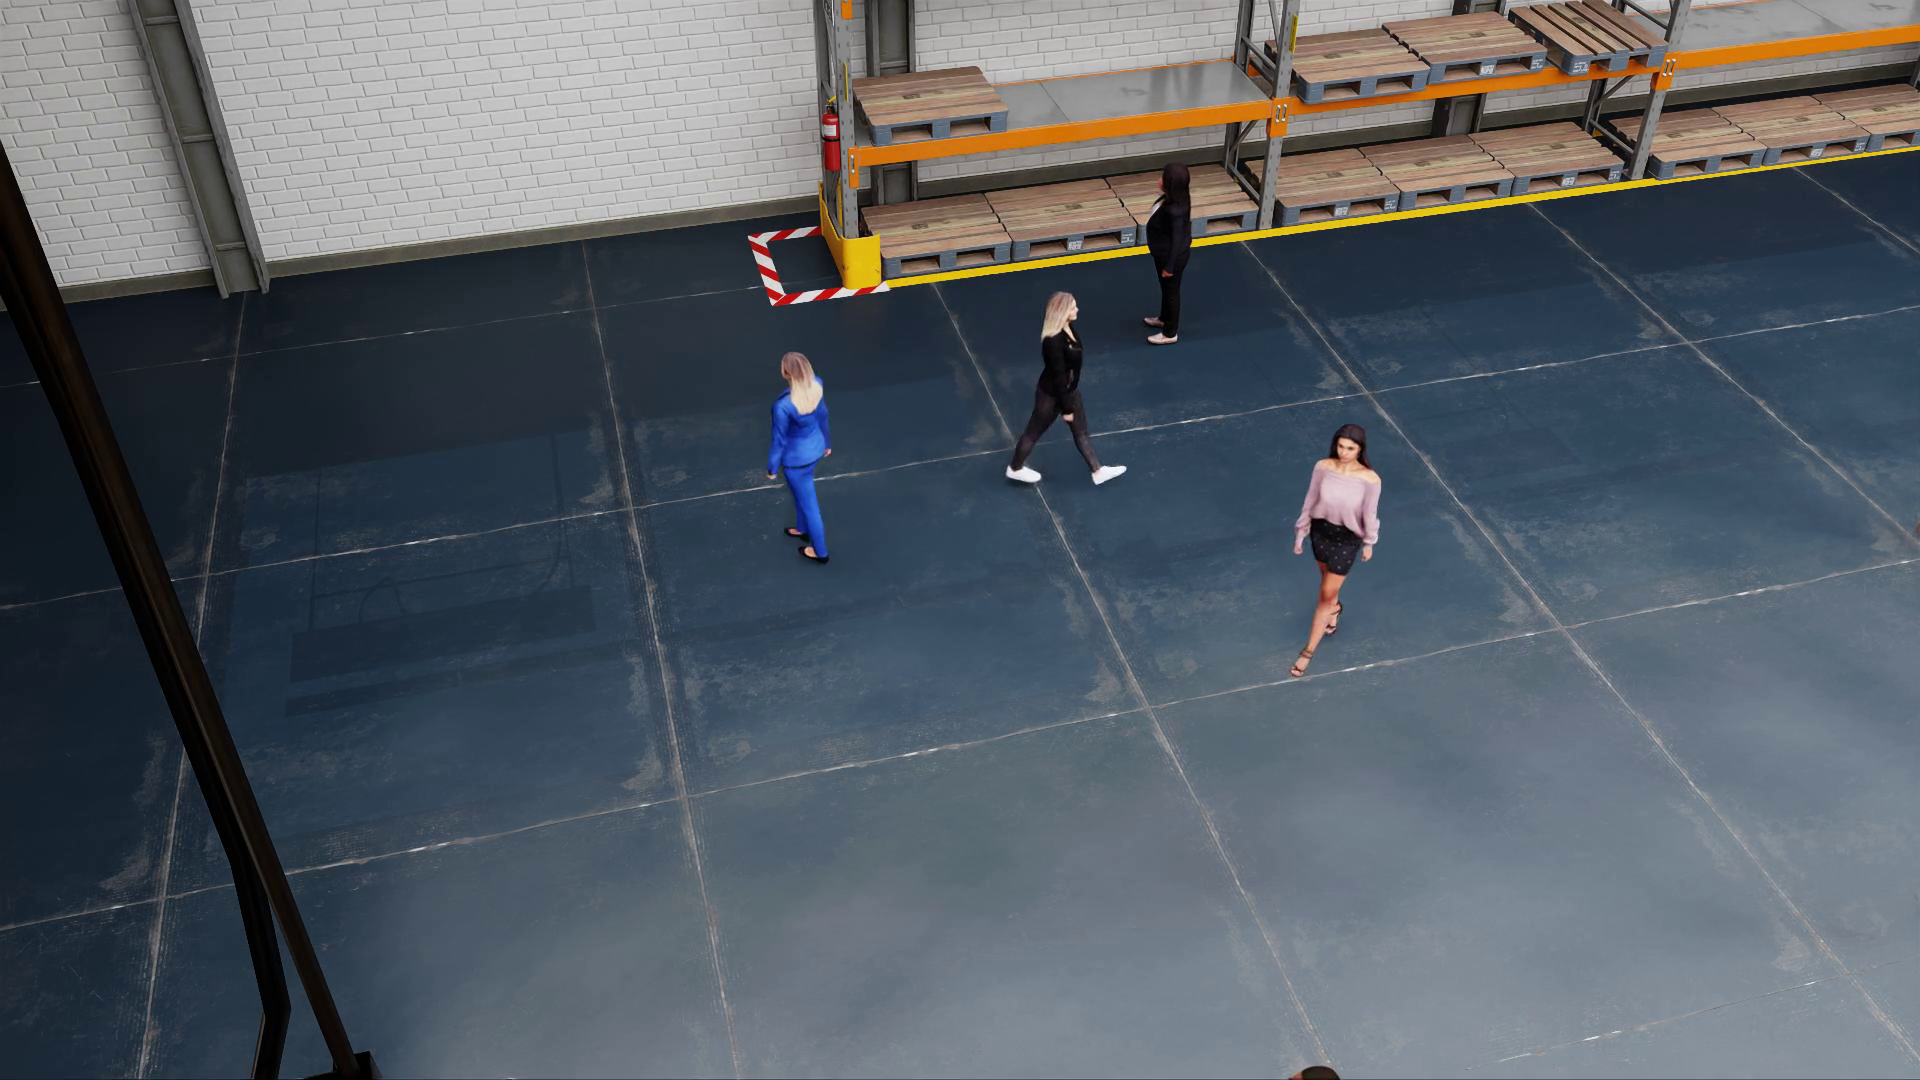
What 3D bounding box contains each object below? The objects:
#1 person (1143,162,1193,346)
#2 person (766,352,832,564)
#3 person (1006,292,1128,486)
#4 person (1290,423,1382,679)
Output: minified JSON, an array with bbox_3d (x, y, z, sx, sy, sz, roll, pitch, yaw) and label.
[{"bbox_3d":[1.755,-2.393,13.815,0.710,1.617,0.708,1,39,1],"label":"person"},{"bbox_3d":[-1.003,-0.527,11.422,0.888,1.688,0.827,21,43,25],"label":"person"},{"bbox_3d":[0.603,-1.051,12.114,1.226,1.641,0.971,7,39,9],"label":"person"},{"bbox_3d":[2.448,-0.025,10.723,1.054,1.775,1.143,22,44,25],"label":"person"}]
